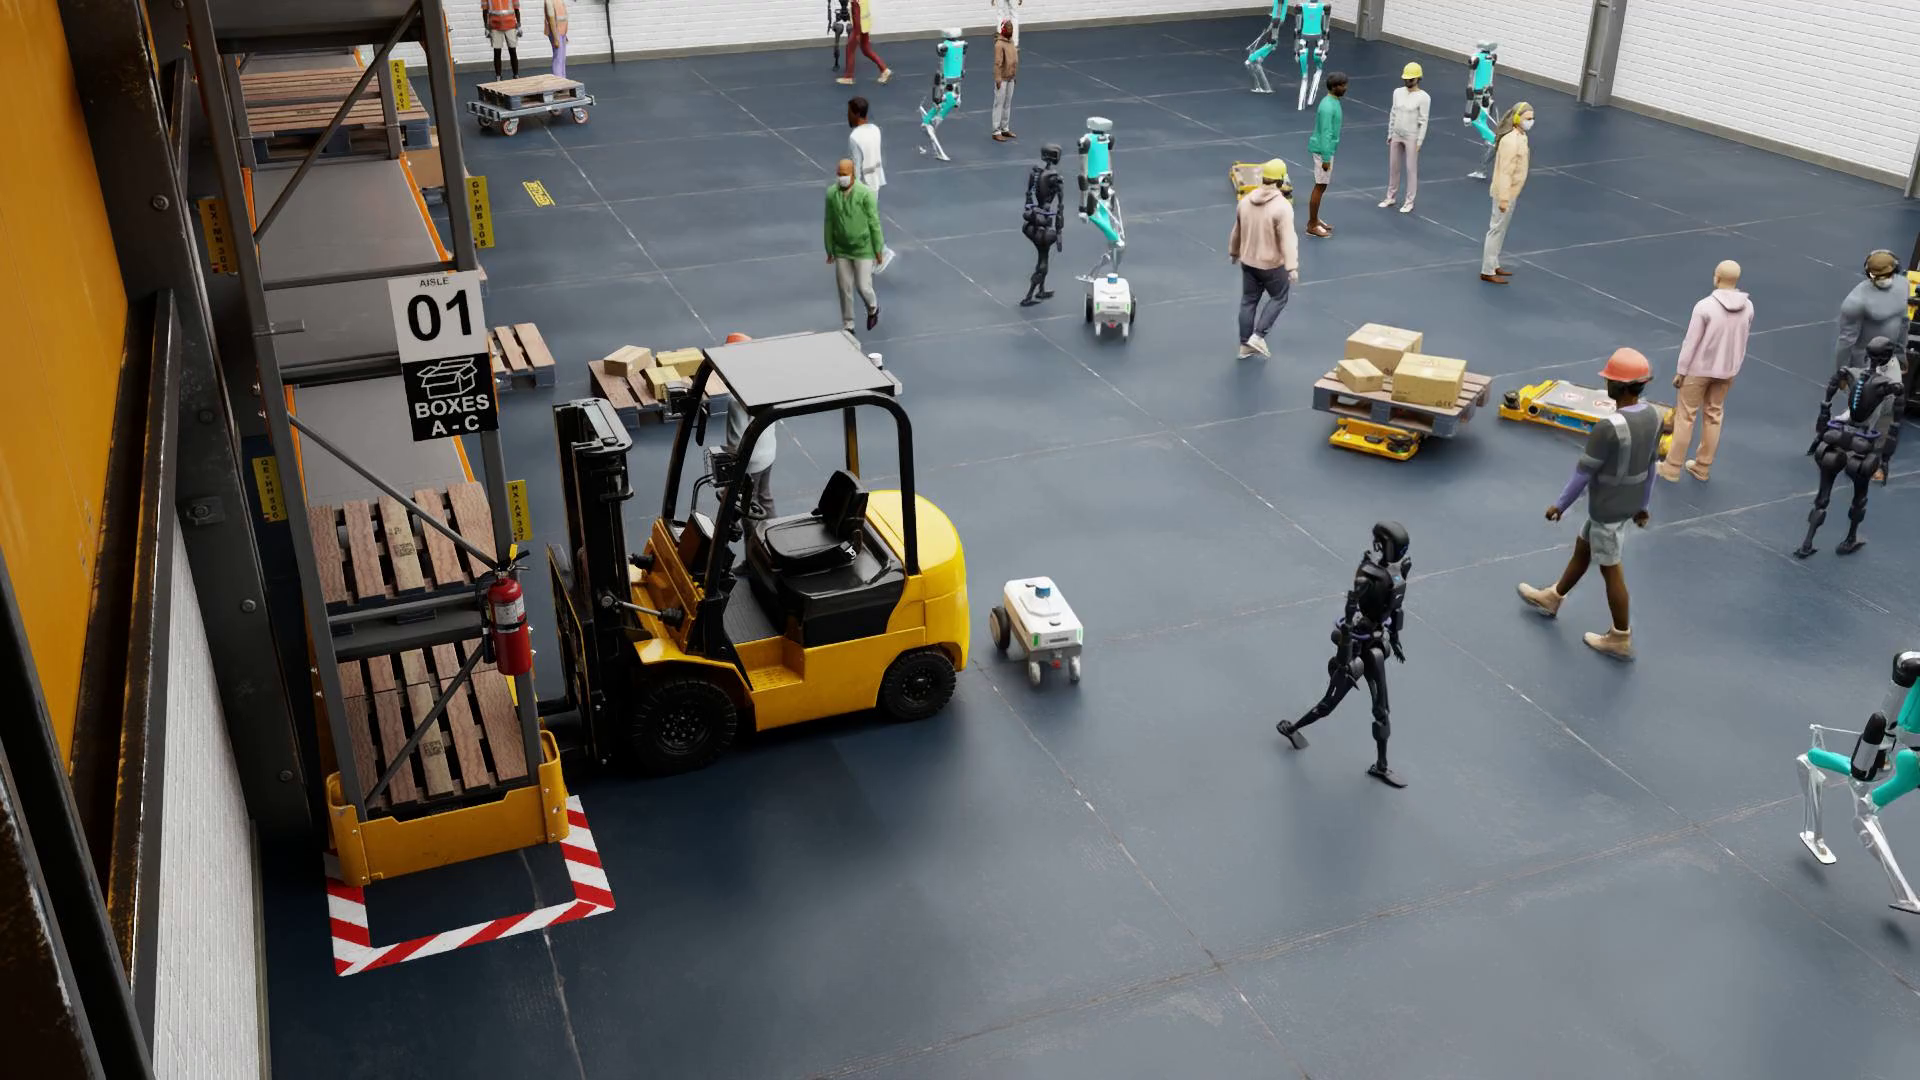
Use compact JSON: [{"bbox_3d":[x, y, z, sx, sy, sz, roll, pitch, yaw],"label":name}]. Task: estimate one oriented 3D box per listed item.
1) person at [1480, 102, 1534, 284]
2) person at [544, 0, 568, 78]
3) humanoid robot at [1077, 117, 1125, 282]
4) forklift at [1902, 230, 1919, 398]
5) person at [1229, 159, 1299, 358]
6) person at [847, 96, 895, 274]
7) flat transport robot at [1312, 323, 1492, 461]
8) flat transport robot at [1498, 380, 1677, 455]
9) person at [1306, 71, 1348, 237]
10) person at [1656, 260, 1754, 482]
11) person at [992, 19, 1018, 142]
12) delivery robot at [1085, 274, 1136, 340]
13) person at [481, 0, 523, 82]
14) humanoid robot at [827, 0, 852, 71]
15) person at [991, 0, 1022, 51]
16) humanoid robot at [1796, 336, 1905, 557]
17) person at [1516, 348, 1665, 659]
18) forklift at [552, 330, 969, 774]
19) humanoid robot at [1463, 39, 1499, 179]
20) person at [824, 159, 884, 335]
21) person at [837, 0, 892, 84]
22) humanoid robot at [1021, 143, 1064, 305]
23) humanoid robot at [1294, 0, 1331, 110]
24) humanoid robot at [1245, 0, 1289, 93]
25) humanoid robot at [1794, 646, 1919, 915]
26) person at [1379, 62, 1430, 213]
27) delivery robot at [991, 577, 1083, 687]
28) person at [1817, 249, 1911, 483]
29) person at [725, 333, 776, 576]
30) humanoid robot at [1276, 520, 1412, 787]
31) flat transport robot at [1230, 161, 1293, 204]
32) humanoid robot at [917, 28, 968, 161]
[{"bbox_3d":[5.736,-3.655,17.473,0.390,1.874,0.556,13,30,25],"label":"person"},{"bbox_3d":[-6.227,-7.796,25.745,0.389,1.841,0.563,1,27,2],"label":"person"},{"bbox_3d":[1.593,-3.414,17.195,0.575,1.784,0.879,-24,35,-39],"label":"humanoid robot"},{"bbox_3d":[9.029,-2.397,14.618,1.214,2.155,2.313,18,32,32],"label":"forklift"},{"bbox_3d":[2.812,-2.569,15.338,0.498,1.840,0.860,-23,35,-38],"label":"person"},{"bbox_3d":[-0.972,-3.716,17.563,0.518,1.903,0.604,9,28,17],"label":"person"},{"bbox_3d":[3.715,-1.045,14.066,0.659,0.231,1.431,16,31,29],"label":"flat transport robot"},{"bbox_3d":[5.389,-1.064,14.104,1.431,0.231,0.659,20,33,34],"label":"flat transport robot"},{"bbox_3d":[4.166,-4.416,19.014,0.379,1.847,0.502,7,28,14],"label":"person"},{"bbox_3d":[5.796,-1.285,12.869,0.530,1.776,0.415,-5,27,-9],"label":"person"},{"bbox_3d":[0.616,-6.431,23.235,0.309,1.650,0.472,16,31,29],"label":"person"},{"bbox_3d":[1.479,-2.305,16.248,0.499,0.589,0.792,1,27,2],"label":"delivery robot"},{"bbox_3d":[-7.215,-8.110,26.233,0.602,1.965,0.368,-8,28,-15],"label":"person"},{"bbox_3d":[-1.897,-8.564,27.473,0.612,1.634,0.441,-1,27,-2],"label":"humanoid robot"},{"bbox_3d":[0.818,-9.523,29.152,0.574,1.873,0.348,-2,27,-5],"label":"person"},{"bbox_3d":[6.326,-0.667,11.767,0.636,1.647,0.585,-20,33,-35],"label":"humanoid robot"},{"bbox_3d":[4.035,-0.267,10.604,0.610,1.997,0.983,-22,34,-37],"label":"person"},{"bbox_3d":[-1.094,0.010,9.831,2.313,2.155,1.214,-10,28,-20],"label":"forklift"},{"bbox_3d":[6.726,-5.352,21.107,0.546,1.887,0.730,-23,35,-38],"label":"humanoid robot"},{"bbox_3d":[-1.013,-2.768,15.829,0.593,1.763,0.444,7,28,14],"label":"person"},{"bbox_3d":[-1.539,-8.167,26.610,0.869,1.737,0.472,8,28,15],"label":"person"},{"bbox_3d":[0.851,-3.203,16.804,0.494,1.637,0.614,-18,32,-31],"label":"humanoid robot"},{"bbox_3d":[5.293,-7.364,25.047,0.547,1.840,0.739,8,28,15],"label":"humanoid robot"},{"bbox_3d":[4.737,-7.834,25.967,0.745,1.807,0.530,6,27,12],"label":"humanoid robot"},{"bbox_3d":[4.616,1.023,8.326,0.544,1.729,1.036,-5,27,-9],"label":"humanoid robot"},{"bbox_3d":[5.336,-4.816,19.908,0.321,1.763,0.519,-20,33,-34],"label":"person"},{"bbox_3d":[0.520,0.536,10.601,0.499,0.592,0.792,-7,27,-13],"label":"delivery robot"},{"bbox_3d":[7.042,-1.360,12.896,0.670,1.881,0.559,-16,31,-29],"label":"person"},{"bbox_3d":[-1.465,-0.594,11.531,0.350,1.739,0.574,9,28,17],"label":"person"},{"bbox_3d":[2.227,0.580,9.343,0.609,1.632,0.808,-23,35,-38],"label":"humanoid robot"},{"bbox_3d":[3.782,-4.481,20.901,0.659,0.231,1.431,2,27,3],"label":"flat transport robot"},{"bbox_3d":[-0.323,-5.905,22.210,0.813,1.877,0.553,21,34,36],"label":"humanoid robot"}]
